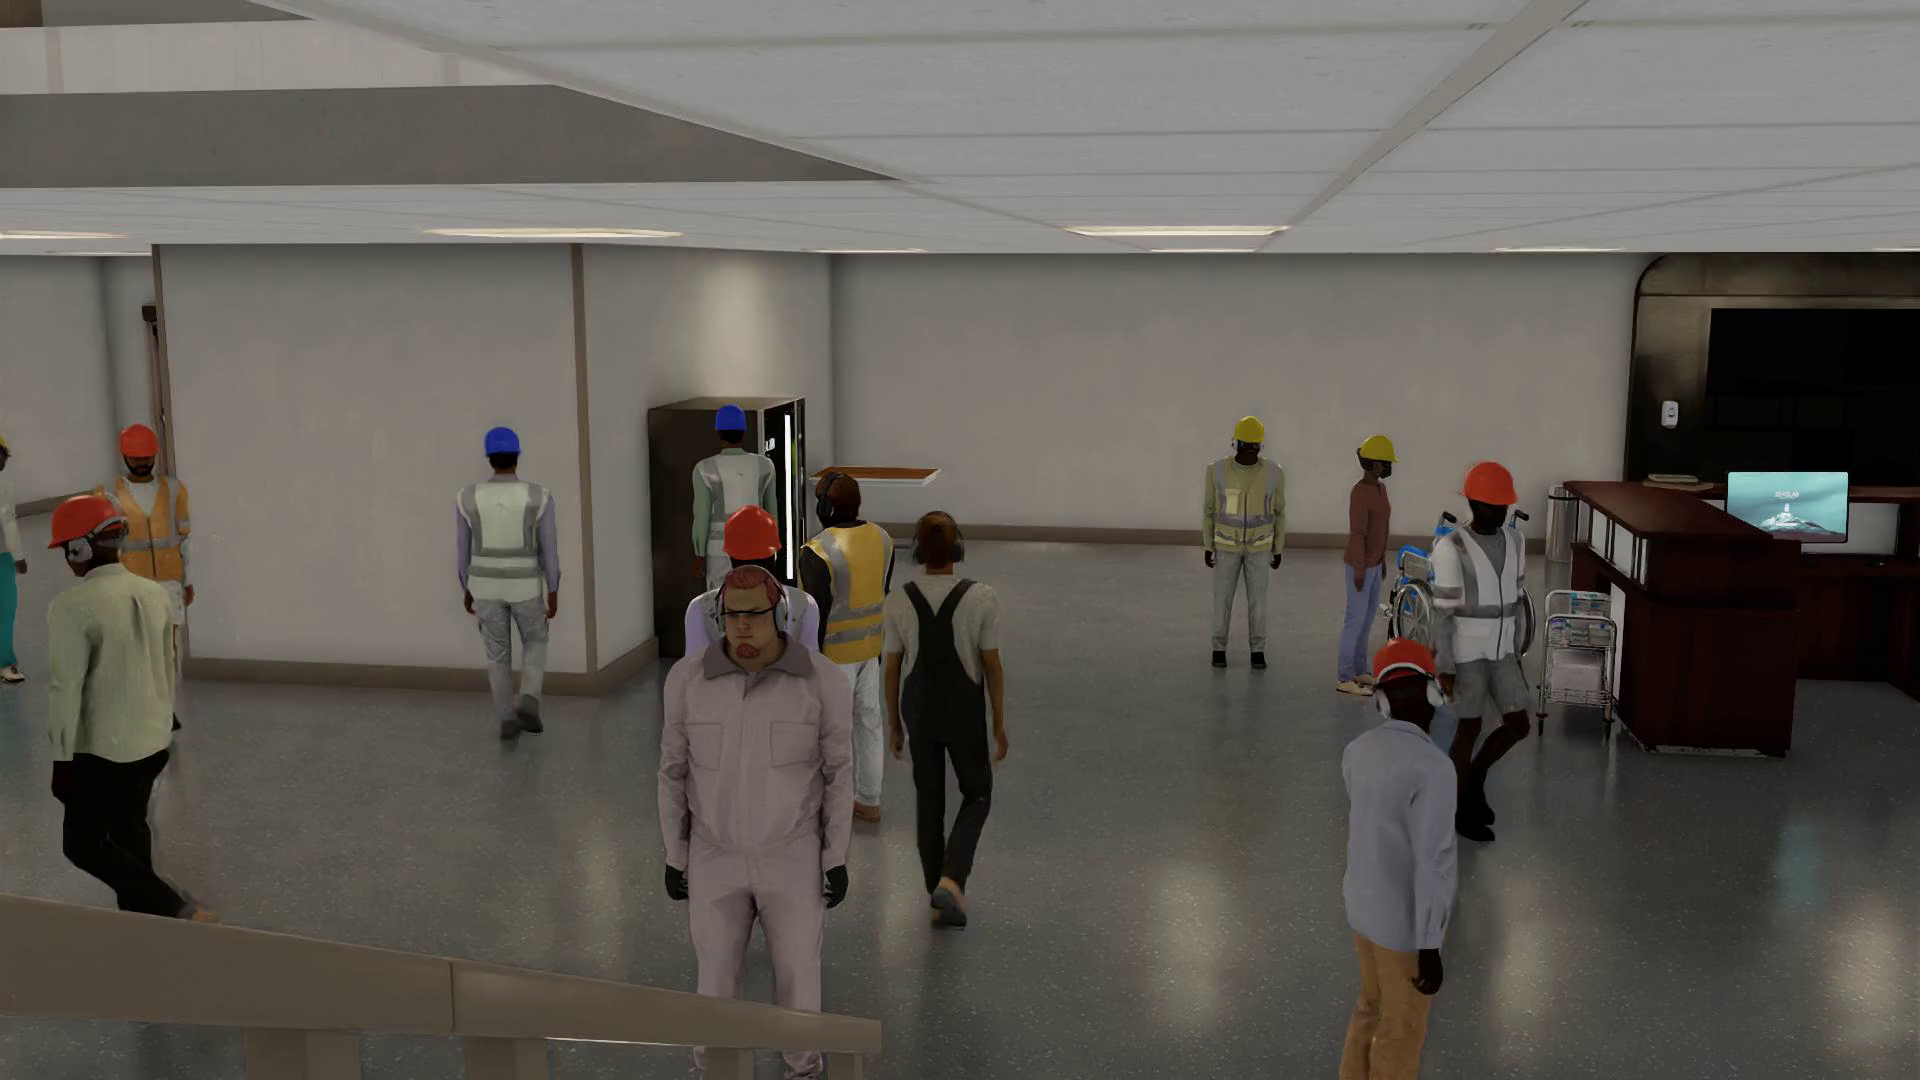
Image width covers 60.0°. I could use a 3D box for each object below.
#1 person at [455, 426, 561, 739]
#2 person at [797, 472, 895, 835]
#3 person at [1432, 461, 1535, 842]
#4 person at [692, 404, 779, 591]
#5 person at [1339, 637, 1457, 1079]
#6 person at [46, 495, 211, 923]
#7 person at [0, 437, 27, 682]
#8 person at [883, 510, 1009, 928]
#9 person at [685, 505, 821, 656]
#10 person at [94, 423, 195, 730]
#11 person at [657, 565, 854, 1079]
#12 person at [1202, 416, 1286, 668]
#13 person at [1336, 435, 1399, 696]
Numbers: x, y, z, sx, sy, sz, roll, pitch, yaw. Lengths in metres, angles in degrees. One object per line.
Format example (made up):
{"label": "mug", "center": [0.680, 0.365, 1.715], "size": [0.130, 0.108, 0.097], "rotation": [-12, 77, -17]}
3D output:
{"label": "person", "center": [-2.714, 0.280, 10.000], "size": [0.612, 1.919, 0.524], "rotation": [-1, 9, -7]}
{"label": "person", "center": [-0.609, 0.575, 8.415], "size": [0.429, 1.845, 0.621], "rotation": [7, 11, 36]}
{"label": "person", "center": [2.614, 0.558, 8.283], "size": [0.569, 1.913, 0.410], "rotation": [-4, 10, -24]}
{"label": "person", "center": [-1.529, 0.055, 11.290], "size": [0.614, 1.945, 0.406], "rotation": [-5, 11, -29]}
{"label": "person", "center": [1.386, 1.179, 5.124], "size": [0.336, 1.705, 0.680], "rotation": [-2, 9, -10]}
{"label": "person", "center": [-3.309, 0.807, 6.619], "size": [0.666, 1.960, 0.659], "rotation": [2, 9, 13]}
{"label": "person", "center": [-6.715, 0.112, 11.656], "size": [0.311, 1.716, 0.742], "rotation": [-9, 13, -43]}
{"label": "person", "center": [-0.066, 0.790, 7.099], "size": [0.543, 1.832, 0.477], "rotation": [2, 9, 11]}
{"label": "person", "center": [-0.811, 0.816, 6.629], "size": [0.551, 1.935, 0.375], "rotation": [-3, 10, -16]}
{"label": "person", "center": [-5.078, 0.219, 10.382], "size": [0.544, 1.920, 0.584], "rotation": [-7, 12, -37]}
{"label": "person", "center": [-0.670, 1.023, 5.449], "size": [0.641, 1.908, 0.407], "rotation": [0, 9, 0]}
{"label": "person", "center": [2.026, 0.023, 11.887], "size": [0.590, 1.827, 0.403], "rotation": [1, 9, 7]}
{"label": "person", "center": [2.761, 0.166, 11.198], "size": [0.339, 1.757, 0.518], "rotation": [5, 11, 29]}
